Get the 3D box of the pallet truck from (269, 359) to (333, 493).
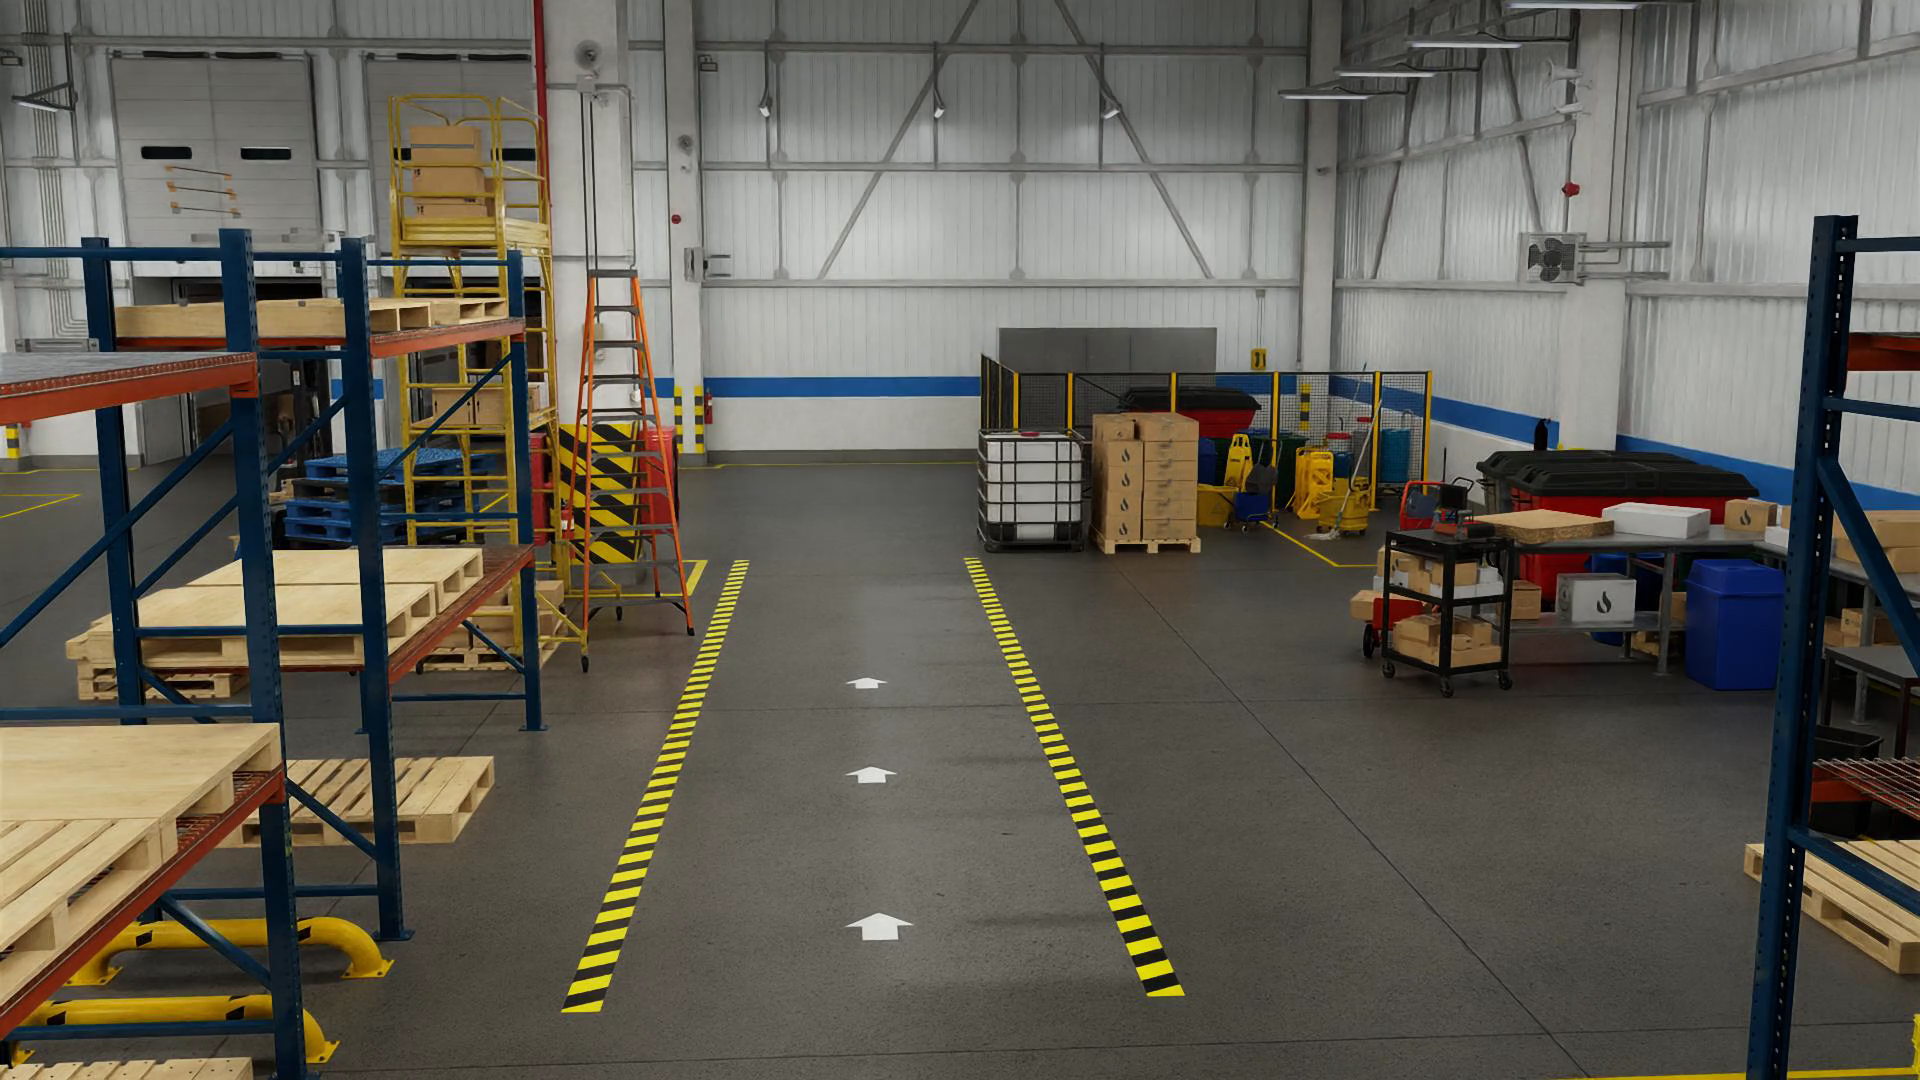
[{"bbox_3d":[-7.062,-1.131,18.996,1.885,1.965,0.823,2,9,13],"label":"pallet truck"}]
